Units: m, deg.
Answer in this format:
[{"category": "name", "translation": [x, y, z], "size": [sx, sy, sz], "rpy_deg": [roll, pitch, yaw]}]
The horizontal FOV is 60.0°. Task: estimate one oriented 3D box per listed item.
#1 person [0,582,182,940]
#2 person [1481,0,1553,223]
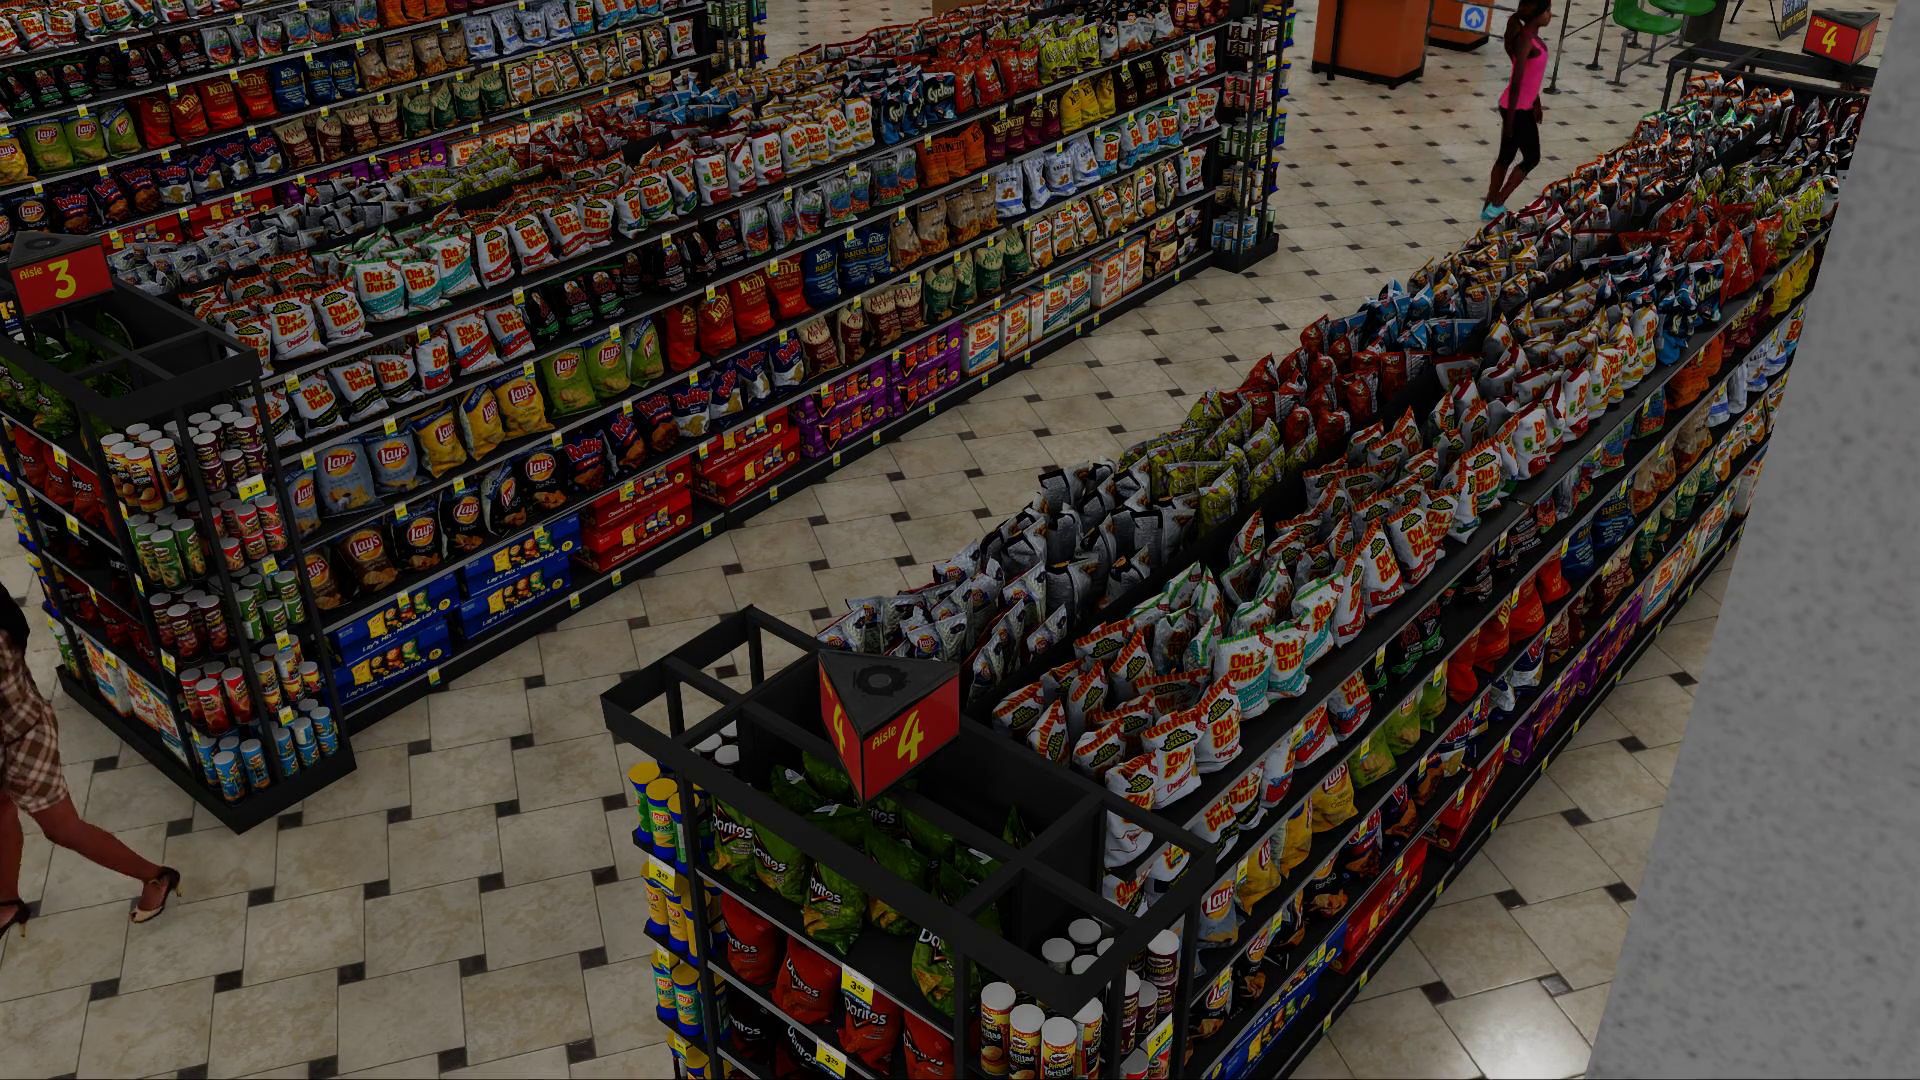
[{"category": "person", "translation": [-3.243, 0.741, 5.888], "size": [1.081, 1.757, 0.879], "rpy_deg": [-12, 34, -19]}, {"category": "person", "translation": [3.990, -3.146, 12.176], "size": [0.720, 1.713, 0.660], "rpy_deg": [10, 33, 16]}]
